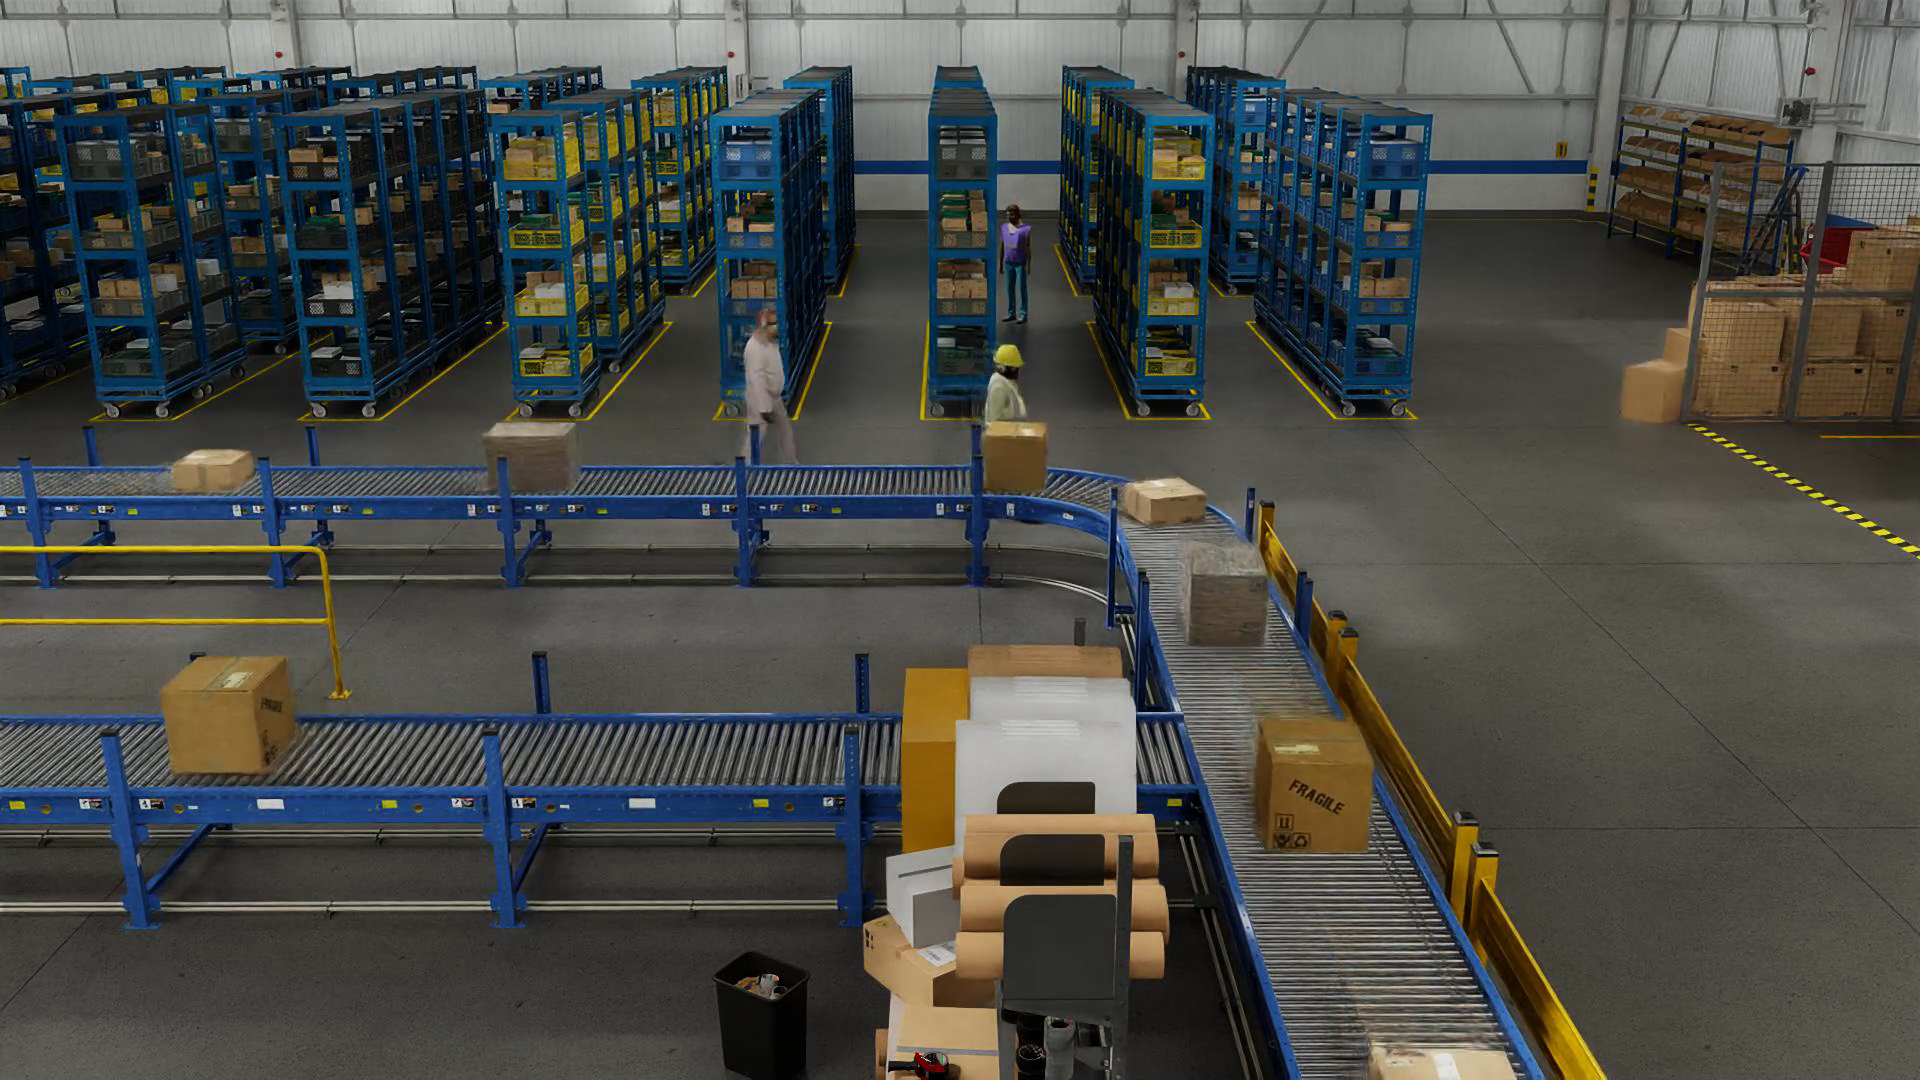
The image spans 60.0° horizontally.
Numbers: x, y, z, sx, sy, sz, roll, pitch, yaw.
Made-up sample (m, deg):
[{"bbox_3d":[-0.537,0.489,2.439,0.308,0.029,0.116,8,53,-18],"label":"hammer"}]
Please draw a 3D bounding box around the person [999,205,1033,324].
[{"bbox_3d":[0.868,-4.310,25.960,0.569,1.831,0.412,11,21,30],"label":"person"}]

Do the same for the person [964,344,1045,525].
[{"bbox_3d":[0.347,-1.009,15.877,0.879,1.795,0.600,1,18,4],"label":"person"}]

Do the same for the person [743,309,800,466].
[{"bbox_3d":[-1.856,-1.413,16.949,0.862,1.873,0.680,4,18,11],"label":"person"}]
